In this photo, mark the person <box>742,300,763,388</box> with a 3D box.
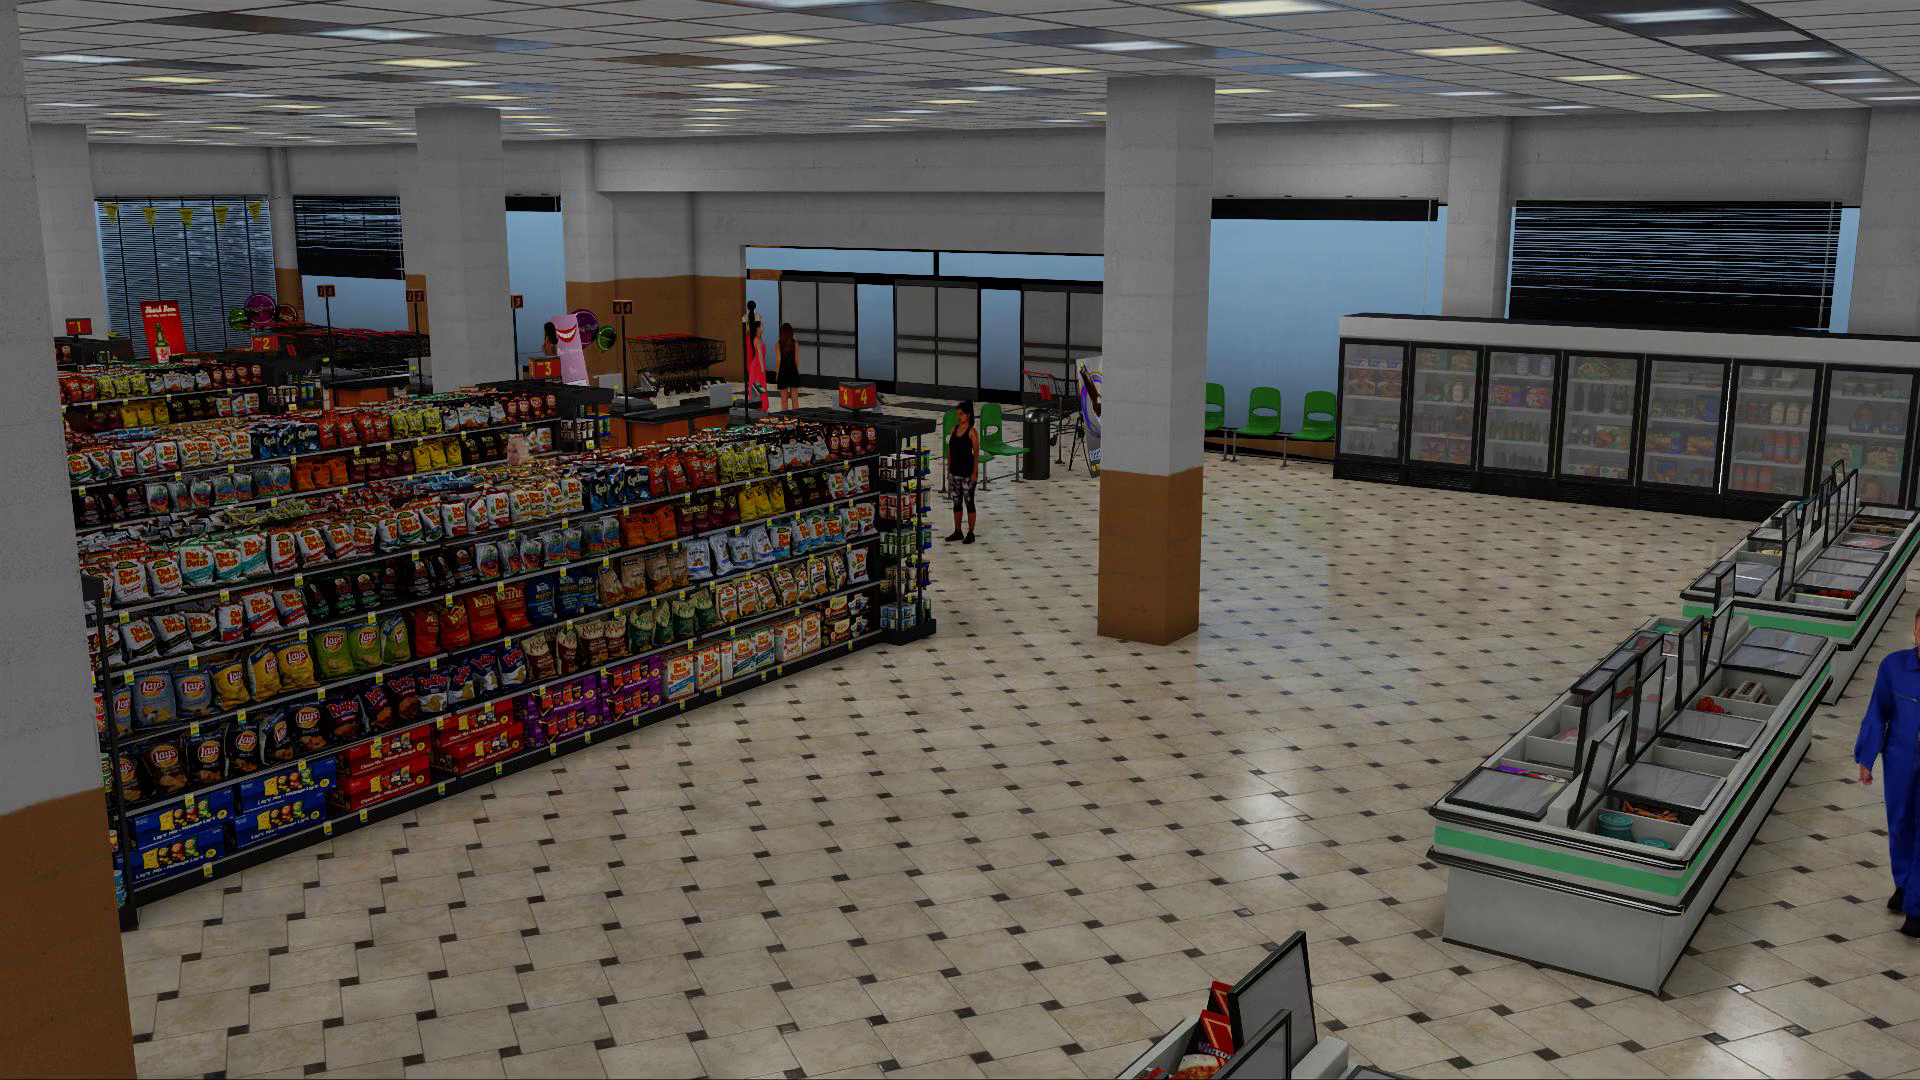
[{"bbox_3d":[-4.312,-4.078,34.554,0.636,1.792,0.741,-5,13,-23],"label":"person"}]

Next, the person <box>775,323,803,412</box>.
[{"bbox_3d":[-2.919,-2.762,28.202,0.641,1.834,0.733,-4,13,-19],"label":"person"}]

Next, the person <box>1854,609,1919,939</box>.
[{"bbox_3d":[5.382,1.237,9.289,0.794,1.801,0.951,10,16,40],"label":"person"}]

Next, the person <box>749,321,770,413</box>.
[{"bbox_3d":[-3.650,-3.104,30.083,0.754,1.727,0.716,-4,12,-17],"label":"person"}]

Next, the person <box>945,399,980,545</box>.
[{"bbox_3d":[0.044,-0.803,19.291,0.590,1.673,0.520,10,15,39],"label":"person"}]

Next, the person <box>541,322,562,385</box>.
[{"bbox_3d":[-7.556,-3.214,30.810,0.785,1.644,0.640,2,12,7],"label":"person"}]
